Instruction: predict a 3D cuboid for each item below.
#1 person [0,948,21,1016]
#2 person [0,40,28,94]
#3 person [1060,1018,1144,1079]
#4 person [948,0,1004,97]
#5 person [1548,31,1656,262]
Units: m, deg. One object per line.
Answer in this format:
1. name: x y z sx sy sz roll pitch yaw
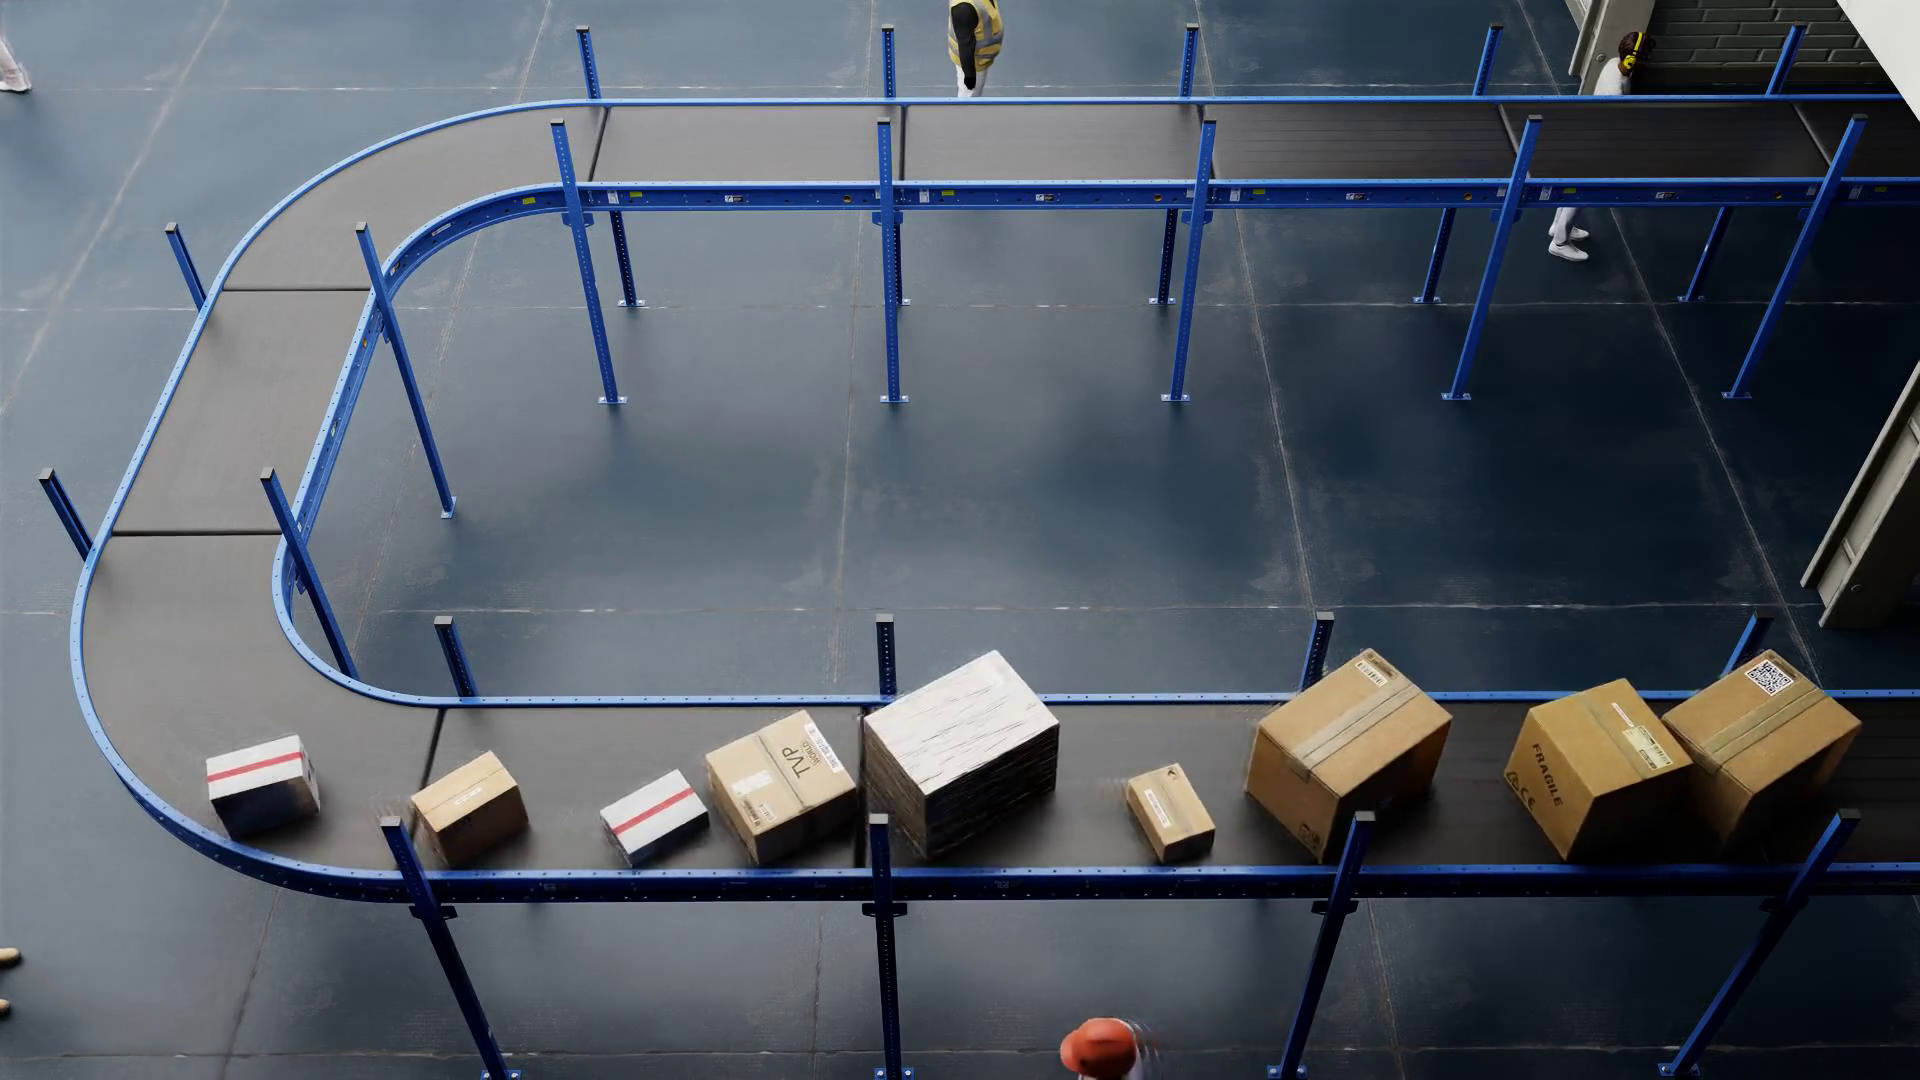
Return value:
1. person: -5.127 1.771 8.461 0.316 1.699 0.540 -6 47 -6
2. person: -8.342 -4.358 14.067 0.763 1.868 0.732 -22 51 -19
3. person: 0.633 2.599 7.534 0.465 1.926 0.568 2 47 2
4. person: 0.128 -3.835 13.598 0.429 1.844 0.630 7 47 6
5. person: 4.746 -2.931 12.744 0.314 1.861 0.512 9 48 9
